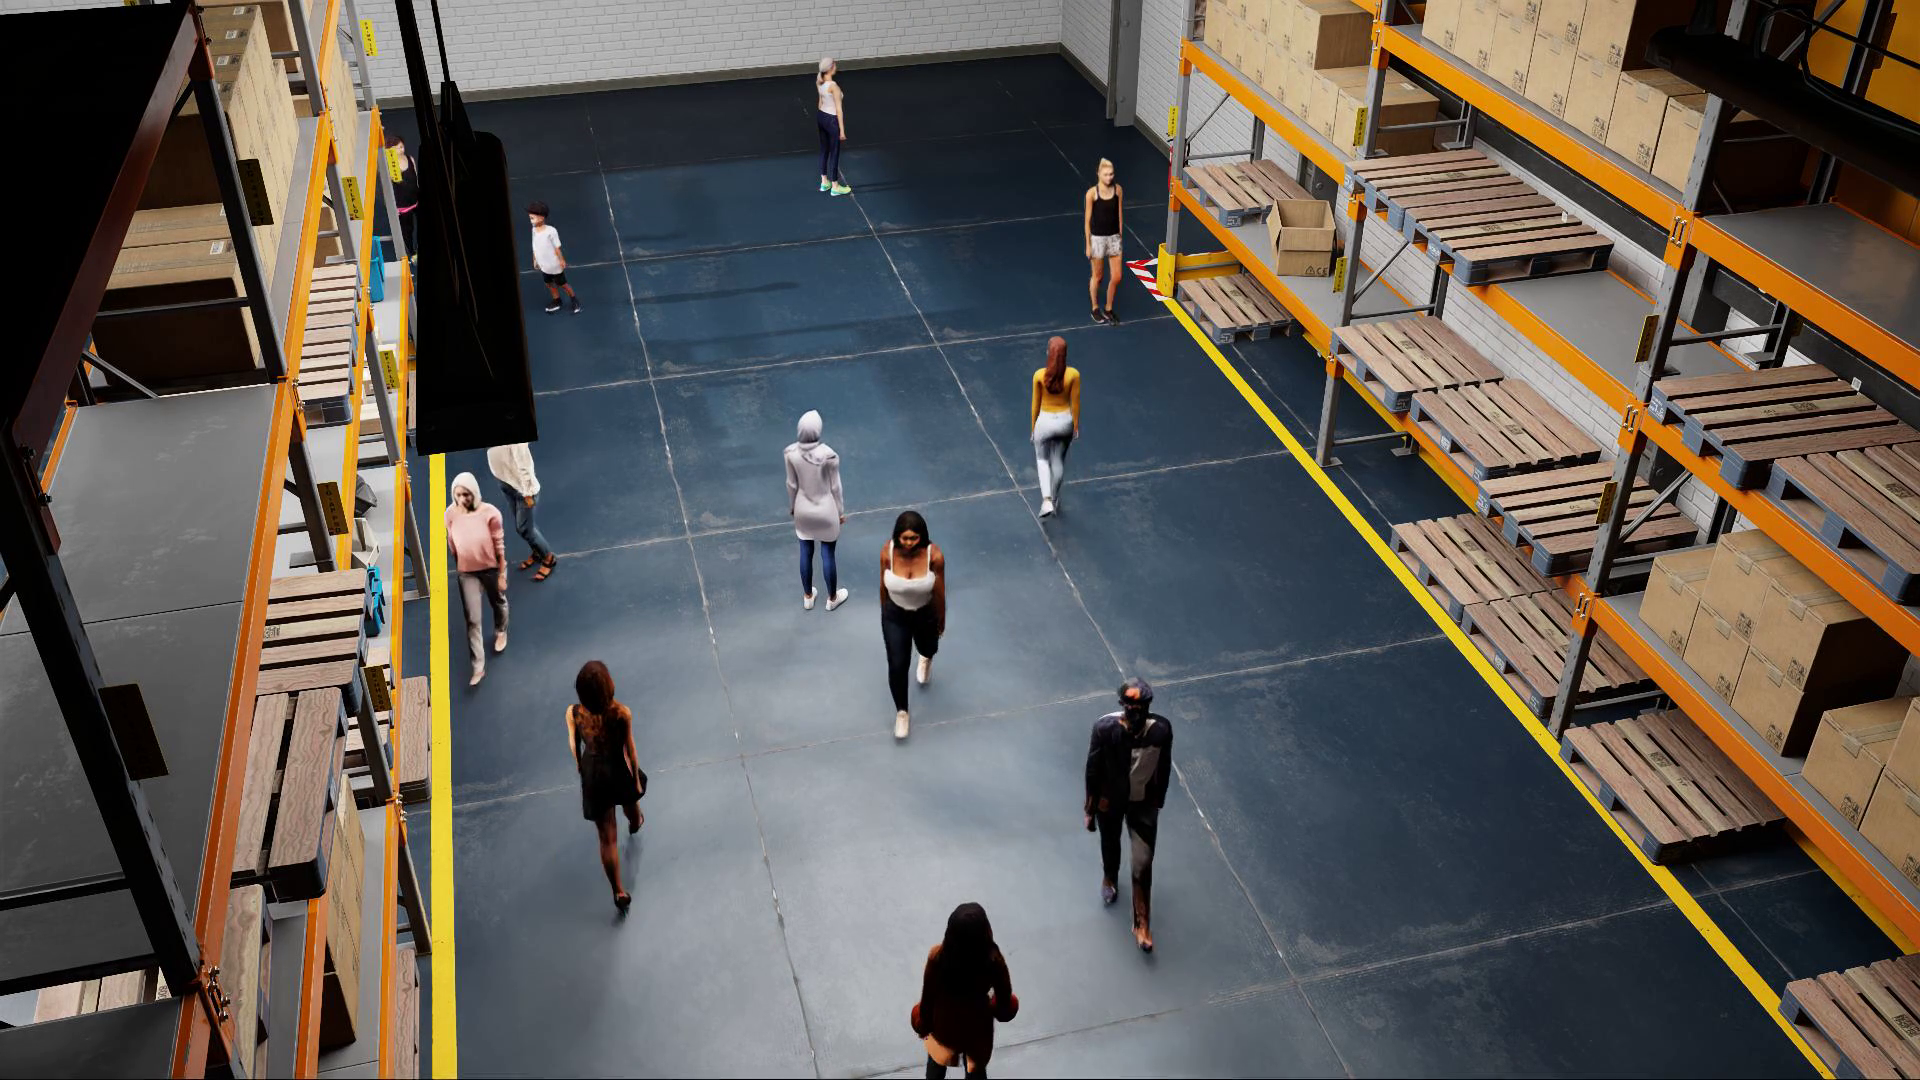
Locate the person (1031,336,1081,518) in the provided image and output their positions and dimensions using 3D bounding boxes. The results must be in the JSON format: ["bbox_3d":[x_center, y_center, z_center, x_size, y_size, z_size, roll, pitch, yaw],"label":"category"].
[{"bbox_3d":[0.824,-0.907,14.240,0.709,1.737,0.916,0,34,-1],"label":"person"}]

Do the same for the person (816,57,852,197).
[{"bbox_3d":[-1.623,-5.147,20.651,0.730,1.703,0.604,-24,41,-32],"label":"person"}]

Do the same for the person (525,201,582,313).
[{"bbox_3d":[-4.390,-3.040,17.896,0.694,1.244,0.725,6,34,9],"label":"person"}]

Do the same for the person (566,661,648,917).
[{"bbox_3d":[-2.218,1.599,10.417,0.772,1.795,1.168,-1,34,-1],"label":"person"}]

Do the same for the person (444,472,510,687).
[{"bbox_3d":[-3.611,0.176,12.655,0.730,1.688,1.071,-2,34,-4],"label":"person"}]

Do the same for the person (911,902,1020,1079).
[{"bbox_3d":[0.029,2.633,8.931,0.812,1.719,0.755,0,34,0],"label":"person"}]

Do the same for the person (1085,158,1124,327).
[{"bbox_3d":[1.486,-3.200,17.611,0.646,1.824,0.672,-11,35,-16],"label":"person"}]

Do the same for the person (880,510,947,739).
[{"bbox_3d":[-0.334,0.499,12.092,0.883,1.774,1.230,1,34,2],"label":"person"}]

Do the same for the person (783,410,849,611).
[{"bbox_3d":[-1.142,-0.222,13.175,0.691,1.775,0.691,8,34,12],"label":"person"}]

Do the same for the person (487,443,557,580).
[{"bbox_3d":[-3.581,-0.442,13.607,0.688,1.664,0.785,27,42,35],"label":"person"}]

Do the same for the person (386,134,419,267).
[{"bbox_3d":[-6.303,-3.877,18.886,0.654,1.540,0.685,-27,42,-34],"label":"person"}]

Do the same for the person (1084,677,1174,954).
[{"bbox_3d":[1.028,1.564,10.411,0.885,1.861,1.106,2,34,3],"label":"person"}]
